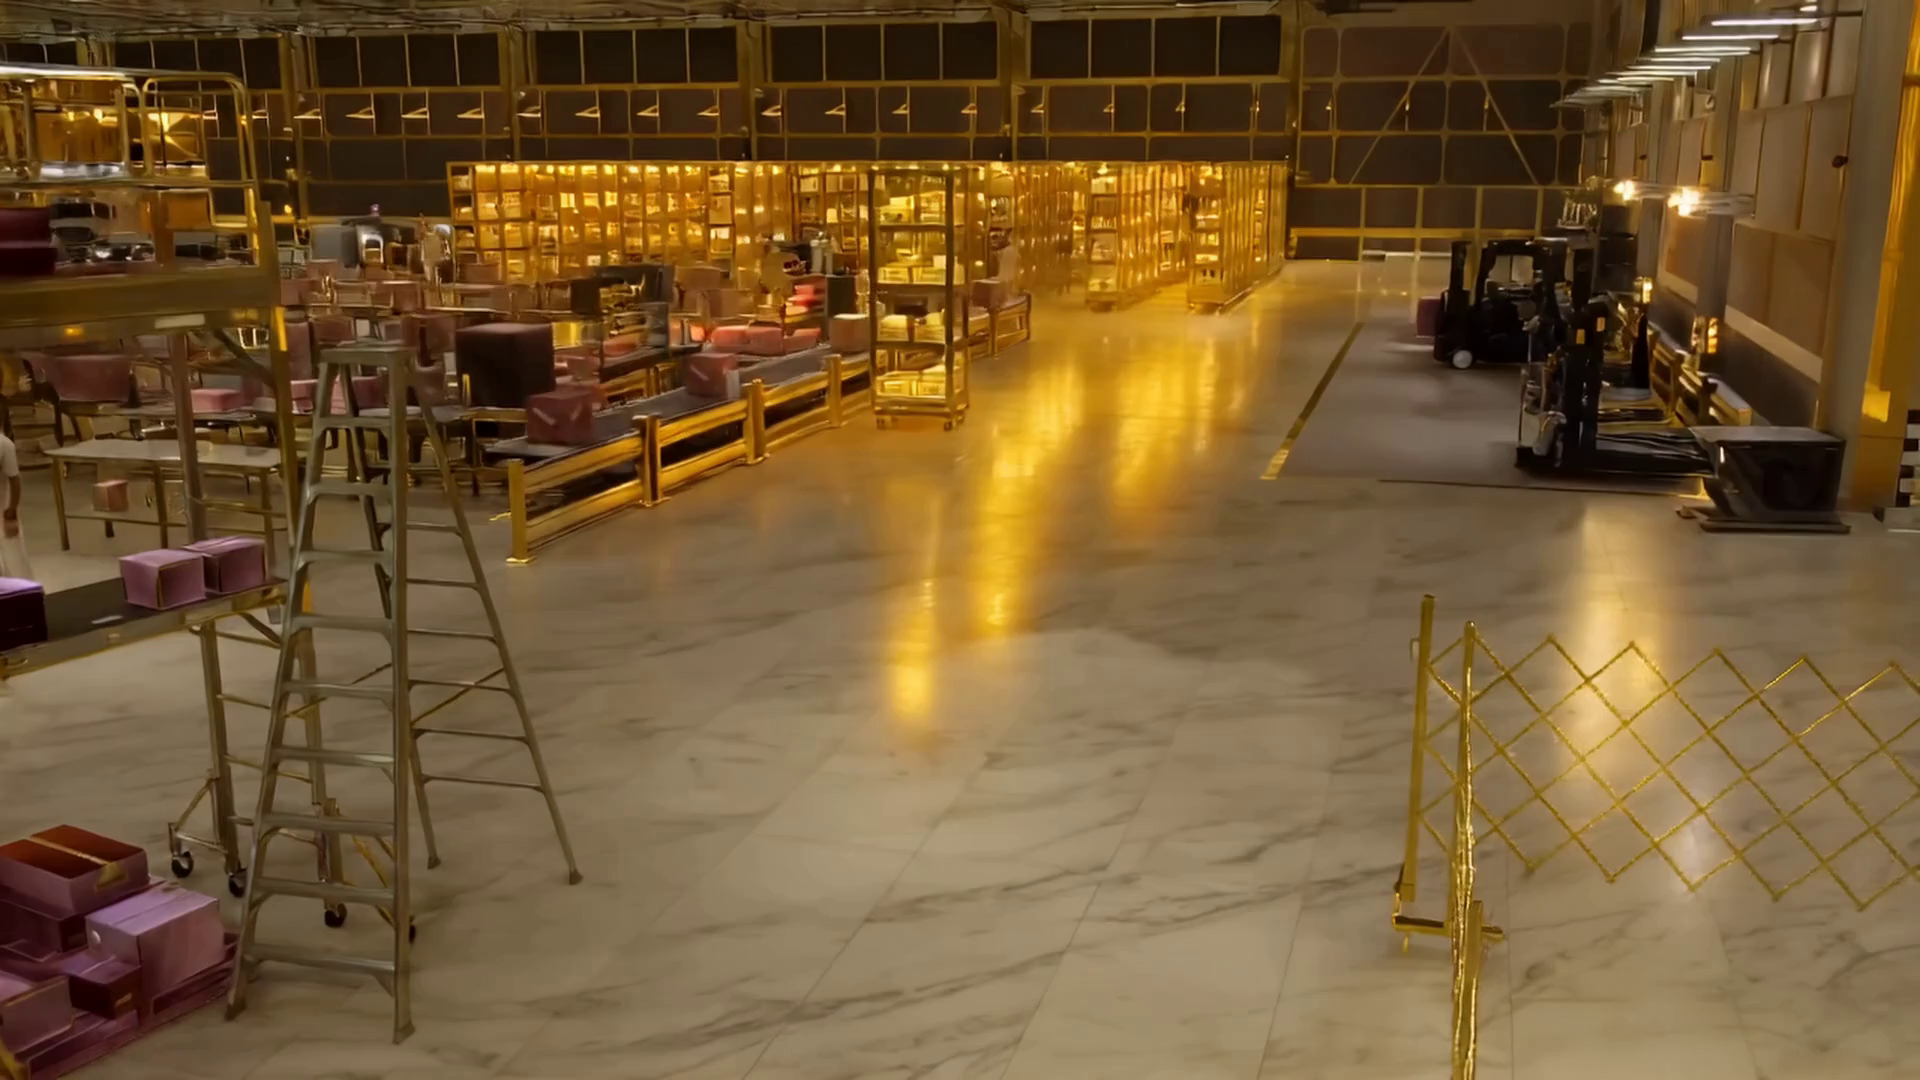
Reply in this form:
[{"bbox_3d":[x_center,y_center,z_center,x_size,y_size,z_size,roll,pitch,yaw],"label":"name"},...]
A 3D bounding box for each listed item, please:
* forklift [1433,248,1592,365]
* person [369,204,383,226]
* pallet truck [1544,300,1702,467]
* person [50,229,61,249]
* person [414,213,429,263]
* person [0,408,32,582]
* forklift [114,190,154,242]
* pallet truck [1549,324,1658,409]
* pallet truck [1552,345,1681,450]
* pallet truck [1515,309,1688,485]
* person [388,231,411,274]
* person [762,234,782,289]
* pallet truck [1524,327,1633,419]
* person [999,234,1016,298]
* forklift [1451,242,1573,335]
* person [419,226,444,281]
[{"bbox_3d":[9.780,-4.111,29.280,2.680,1.987,1.157,3,13,14],"label":"forklift"},{"bbox_3d":[-22.290,-11.891,63.723,0.480,1.921,0.579,10,16,37],"label":"person"},{"bbox_3d":[8.263,-1.952,20.631,1.885,1.965,0.823,5,14,20],"label":"pallet truck"},{"bbox_3d":[-25.342,-7.806,46.370,0.943,1.777,0.599,4,14,16],"label":"person"},{"bbox_3d":[-19.141,-10.745,59.194,0.485,1.735,0.346,-8,15,-31],"label":"person"},{"bbox_3d":[-7.745,-0.214,13.402,0.520,1.871,0.326,9,16,35],"label":"person"},{"bbox_3d":[-27.595,-10.460,55.457,1.129,2.768,1.873,4,14,16],"label":"forklift"},{"bbox_3d":[9.824,-2.669,25.407,1.601,1.201,0.680,4,14,16],"label":"pallet truck"},{"bbox_3d":[8.641,-1.896,21.908,1.630,1.274,0.653,4,14,16],"label":"pallet truck"},{"bbox_3d":[7.554,-1.677,19.446,1.885,1.965,0.823,3,13,14],"label":"pallet truck"},{"bbox_3d":[-14.510,-7.076,43.091,0.564,1.848,0.390,-1,13,-6],"label":"person"},{"bbox_3d":[-4.782,-6.898,42.453,0.622,1.794,0.412,-9,16,-33],"label":"person"},{"bbox_3d":[9.065,-2.460,24.370,1.522,1.261,0.704,3,13,14],"label":"pallet truck"},{"bbox_3d":[1.154,-6.109,38.647,0.736,1.973,0.621,6,14,25],"label":"person"},{"bbox_3d":[10.464,-4.597,31.405,2.680,1.987,1.157,4,14,16],"label":"forklift"},{"bbox_3d":[-14.381,-7.594,45.294,0.652,1.875,0.873,-6,15,-26],"label":"person"}]
